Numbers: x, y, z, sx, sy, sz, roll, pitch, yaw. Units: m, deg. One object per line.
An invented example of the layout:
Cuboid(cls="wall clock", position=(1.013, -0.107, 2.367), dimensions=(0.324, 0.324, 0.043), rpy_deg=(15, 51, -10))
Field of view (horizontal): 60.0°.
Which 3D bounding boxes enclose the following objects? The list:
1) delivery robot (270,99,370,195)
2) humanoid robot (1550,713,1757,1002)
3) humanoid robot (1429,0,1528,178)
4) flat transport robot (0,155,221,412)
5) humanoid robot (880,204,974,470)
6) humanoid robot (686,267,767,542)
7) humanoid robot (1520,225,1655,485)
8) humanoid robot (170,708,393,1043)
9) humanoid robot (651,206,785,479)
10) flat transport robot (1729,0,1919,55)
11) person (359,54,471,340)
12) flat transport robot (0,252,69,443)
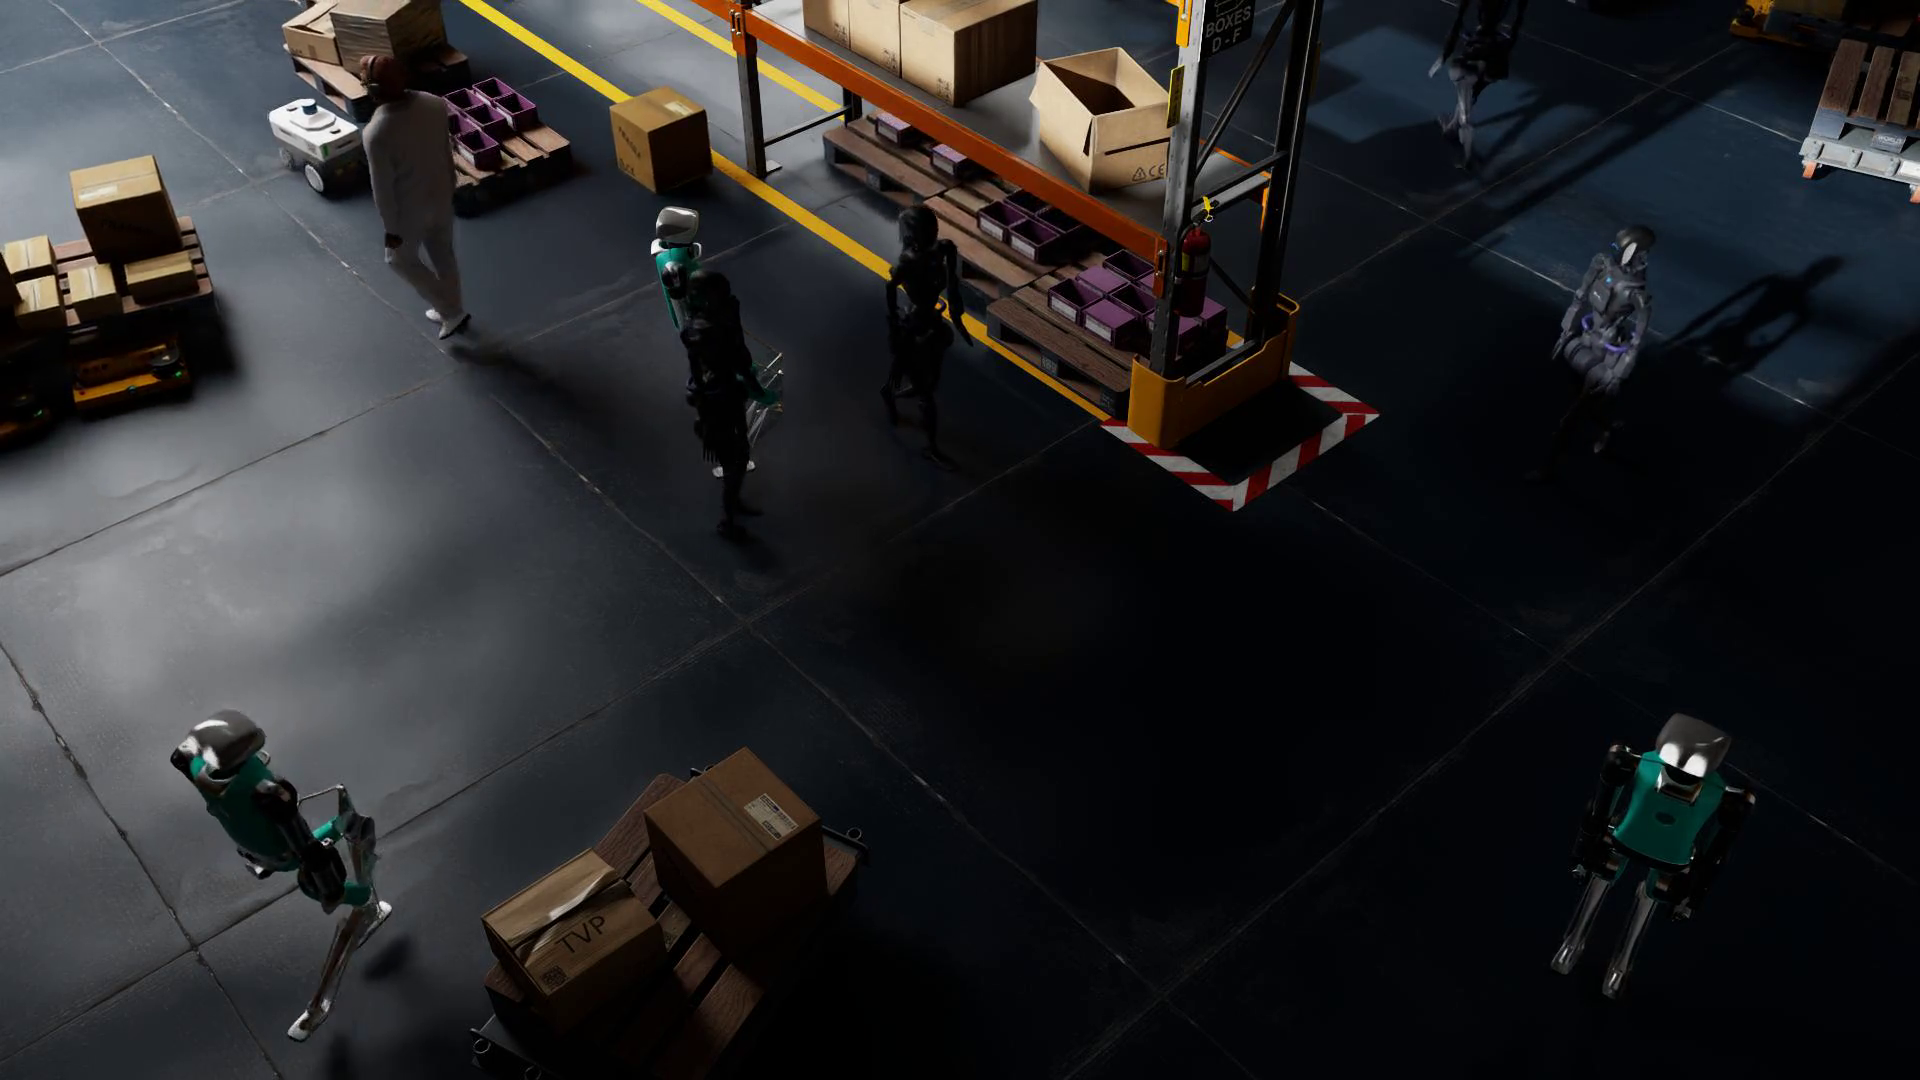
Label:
Cuboid(cls="delivery robot", position=(-4.622, -2.880, 12.030), dimensions=(0.807, 0.613, 0.499), rpy_deg=(29, 50, 28))
Cuboid(cls="humanoid robot", position=(2.757, 1.187, 6.649), dimensions=(0.535, 1.693, 0.732), rpy_deg=(21, 47, 21))
Cuboid(cls="humanoid robot", position=(3.674, -3.478, 11.870), dimensions=(0.603, 1.626, 0.772), rpy_deg=(-10, 43, -10))
Cuboid(cls="flat transport robot", position=(-5.341, -1.358, 10.572), dimensions=(0.659, 0.231, 1.431), rpy_deg=(-18, 46, -19))
Cuboid(cls="humanoid robot", position=(-0.258, -1.190, 9.378), dimensions=(0.701, 1.643, 0.593), rpy_deg=(33, 52, 31))
Cuboid(cls="humanoid robot", position=(-1.241, -0.746, 8.866), dimensions=(0.341, 1.656, 0.605), rpy_deg=(12, 44, 13))
Cuboid(cls="humanoid robot", position=(3.588, -1.038, 9.215), dimensions=(0.741, 1.634, 0.589), rpy_deg=(-15, 45, -15))
Cuboid(cls="humanoid robot", position=(-2.594, 1.209, 6.680), dimensions=(0.545, 1.742, 0.956), rpy_deg=(19, 46, 19))
Cuboid(cls="humanoid robot", position=(-1.233, -1.069, 9.074), dimensions=(0.735, 1.677, 0.533), rpy_deg=(-4, 43, -4))
Cuboid(cls="flat transport robot", position=(7.153, -4.191, 13.654), dimensions=(1.431, 0.231, 0.659), rpy_deg=(24, 48, 24))
Cuboid(cls="person", position=(-3.290, -2.052, 10.130), dimensions=(0.476, 1.891, 0.667), rpy_deg=(21, 46, 21))
Cuboid(cls="flat transport robot", position=(-6.192, -0.943, 10.121), dimensions=(1.431, 0.231, 0.659), rpy_deg=(31, 51, 30))
